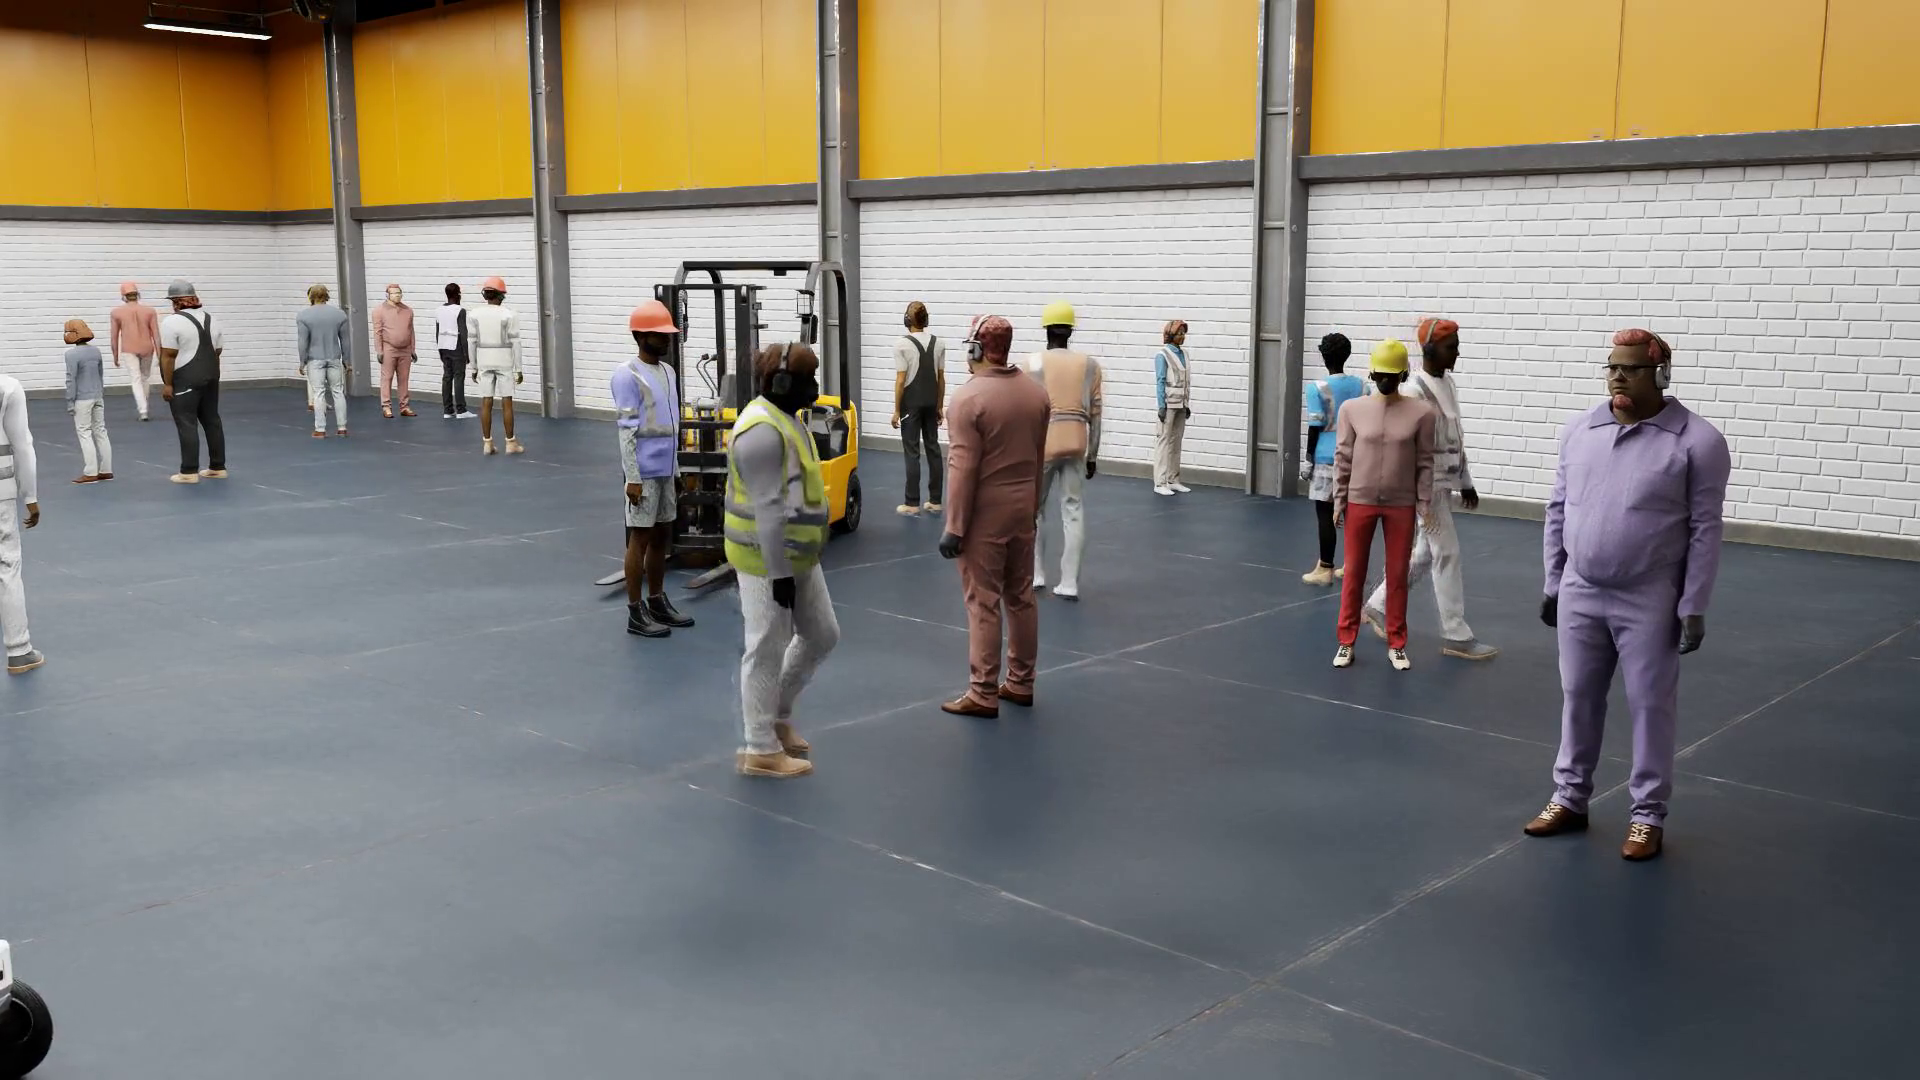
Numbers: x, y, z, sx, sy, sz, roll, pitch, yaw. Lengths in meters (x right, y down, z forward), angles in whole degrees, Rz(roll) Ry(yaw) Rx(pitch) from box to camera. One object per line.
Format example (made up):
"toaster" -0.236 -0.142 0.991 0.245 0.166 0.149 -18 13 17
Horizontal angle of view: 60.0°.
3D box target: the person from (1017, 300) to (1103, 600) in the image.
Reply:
"person" 0.608 -0.585 10.776 0.640 1.907 0.707 -3 10 -16

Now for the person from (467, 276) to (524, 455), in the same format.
"person" -5.281 -1.984 18.977 0.615 2.038 0.395 1 9 5

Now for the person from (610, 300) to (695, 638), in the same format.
"person" -1.775 -0.414 9.663 0.354 1.939 0.544 3 10 20

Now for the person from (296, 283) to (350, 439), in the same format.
"person" -7.960 -2.235 20.829 0.634 1.936 0.351 -7 12 -36

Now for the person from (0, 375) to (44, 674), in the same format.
"person" -5.120 -0.222 8.658 0.585 1.881 0.343 -3 10 -17

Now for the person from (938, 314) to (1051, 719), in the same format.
"person" 0.138 -0.113 7.911 0.404 1.910 0.636 8 13 42

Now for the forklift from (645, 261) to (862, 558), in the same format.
"forklift" -1.552 -1.040 12.721 1.214 2.155 2.313 2 9 11

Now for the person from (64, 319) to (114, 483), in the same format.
"person" -8.684 -1.376 16.529 0.280 1.629 0.502 2 9 10

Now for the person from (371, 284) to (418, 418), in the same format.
"person" -8.053 -2.701 23.782 0.401 1.910 0.640 8 12 42

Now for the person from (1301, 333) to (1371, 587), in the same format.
"person" 2.511 -0.537 11.147 0.537 1.699 0.321 -5 11 -29

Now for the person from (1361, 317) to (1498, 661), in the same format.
"person" 2.598 -0.299 9.190 0.830 1.860 0.584 6 11 34

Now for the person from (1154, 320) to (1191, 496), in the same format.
"person" 2.007 -1.245 15.676 0.307 1.639 0.525 7 12 37

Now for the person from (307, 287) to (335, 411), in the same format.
"person" -9.586 -2.843 24.841 0.338 1.855 0.536 1 9 9

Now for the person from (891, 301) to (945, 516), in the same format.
"person" -0.358 -1.129 14.331 0.508 1.844 0.336 -6 11 -32

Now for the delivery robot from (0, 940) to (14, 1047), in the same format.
"delivery robot" -2.766 1.130 4.138 0.707 0.478 0.477 1 9 6

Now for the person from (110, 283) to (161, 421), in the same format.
"person" -11.603 -2.652 23.434 0.625 1.931 1.071 -6 11 -35

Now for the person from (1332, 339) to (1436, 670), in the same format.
"person" 2.233 -0.182 8.799 0.523 1.759 0.328 2 9 12

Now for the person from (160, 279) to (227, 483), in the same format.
"person" -7.724 -1.606 16.661 0.537 2.000 0.688 3 10 18

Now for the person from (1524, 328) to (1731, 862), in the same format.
"person" 2.397 0.193 6.035 0.407 1.910 0.639 -9 13 -42

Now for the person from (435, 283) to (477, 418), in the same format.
"person" -7.206 -2.685 23.649 0.587 1.920 0.395 6 11 32

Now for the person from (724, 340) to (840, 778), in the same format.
"person" -0.746 0.092 6.922 0.445 1.829 0.643 2 9 10
